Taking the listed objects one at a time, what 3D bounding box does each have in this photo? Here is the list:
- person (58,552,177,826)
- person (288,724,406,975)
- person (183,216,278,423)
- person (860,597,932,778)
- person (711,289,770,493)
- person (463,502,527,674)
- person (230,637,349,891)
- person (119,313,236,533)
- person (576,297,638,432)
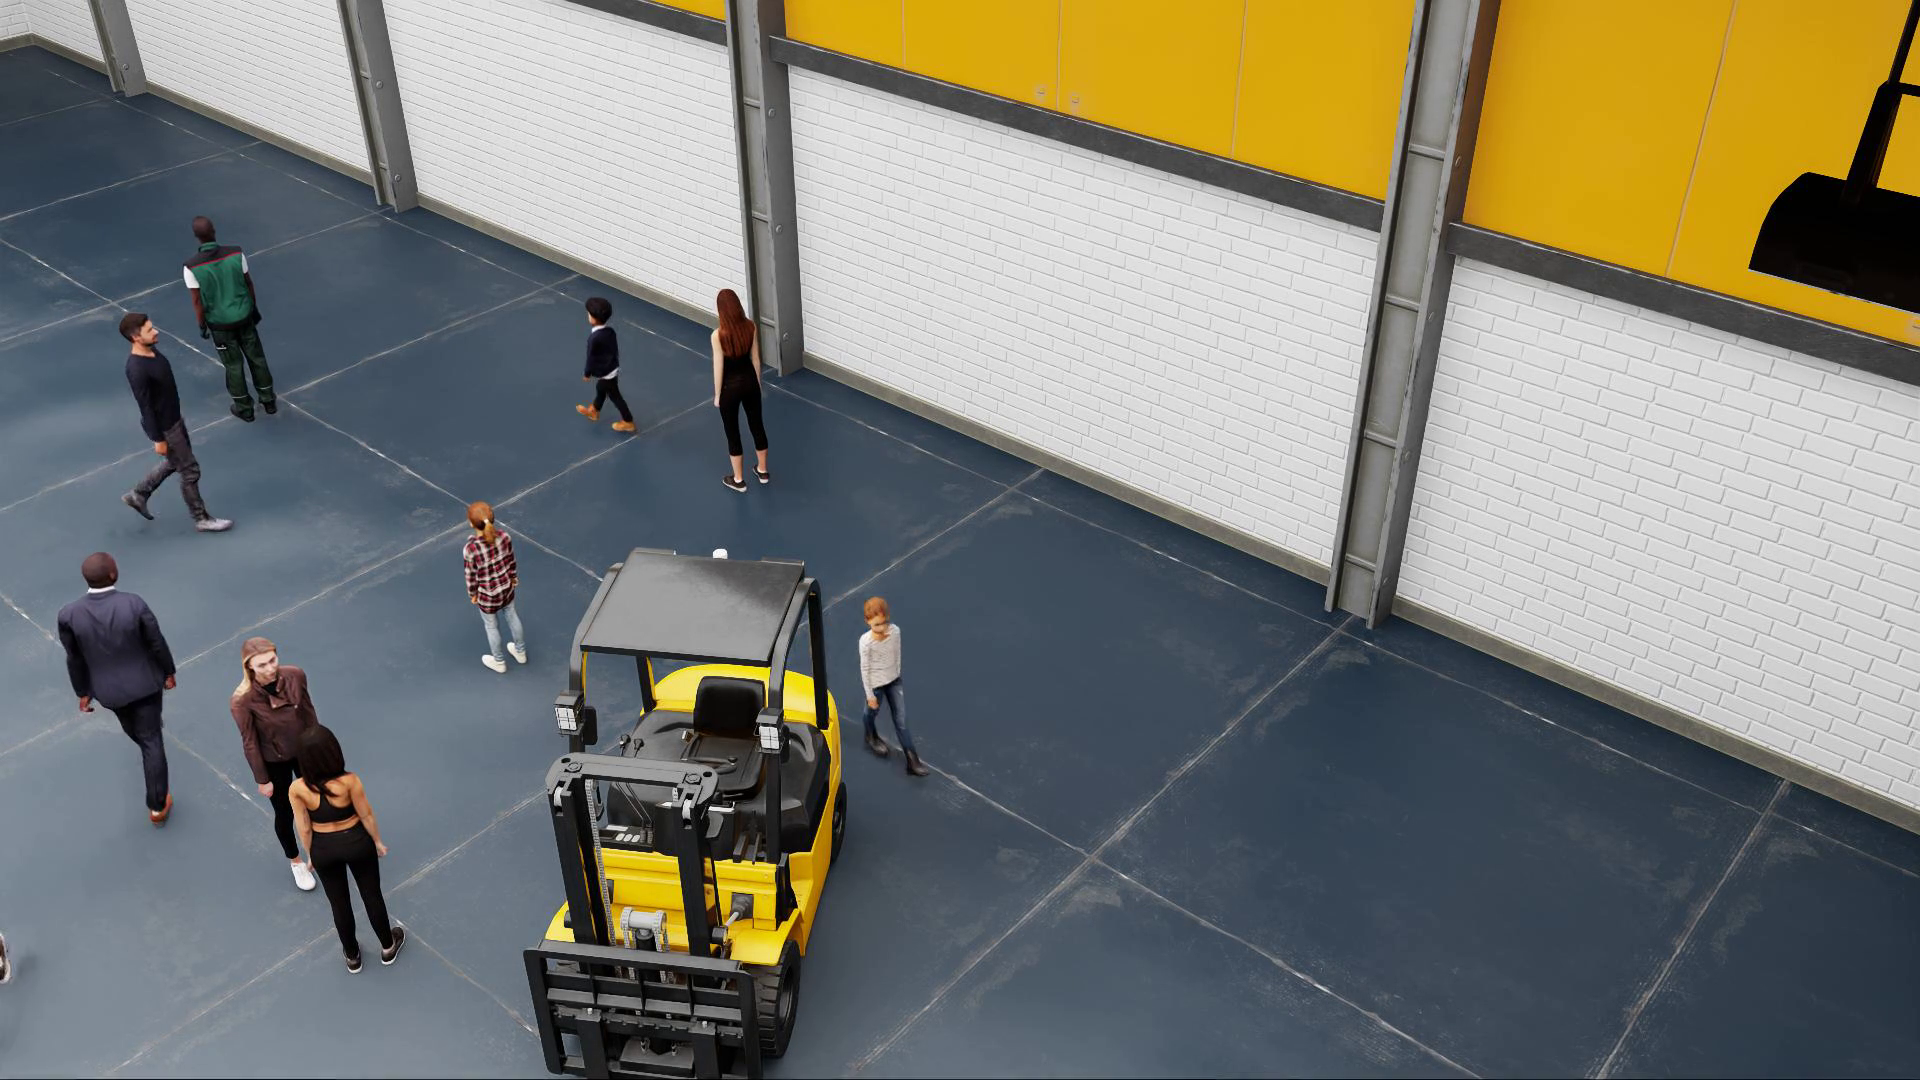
[{"bbox_3d":[-4.970,0.931,9.942,1.132,1.777,1.269,-9,35,-13],"label":"person"},{"bbox_3d":[-3.327,1.668,8.954,0.638,1.643,0.657,-9,35,-13],"label":"person"},{"bbox_3d":[-6.187,-1.874,14.105,0.717,1.839,0.650,-26,41,-33],"label":"person"},{"bbox_3d":[-0.537,0.873,10.468,0.609,1.290,0.926,-25,41,-32],"label":"person"},{"bbox_3d":[-1.750,-1.189,13.179,0.624,1.723,0.609,-20,38,-27],"label":"person"},{"bbox_3d":[-3.162,0.314,11.296,0.539,1.304,0.513,-29,43,-36],"label":"person"},{"bbox_3d":[-3.857,1.244,9.535,0.500,1.705,0.604,23,40,31],"label":"person"},{"bbox_3d":[-6.096,-0.856,12.562,1.047,1.853,1.050,-7,34,-11],"label":"person"},{"bbox_3d":[-2.949,-1.451,14.049,0.891,1.196,0.701,10,35,14],"label":"person"}]
